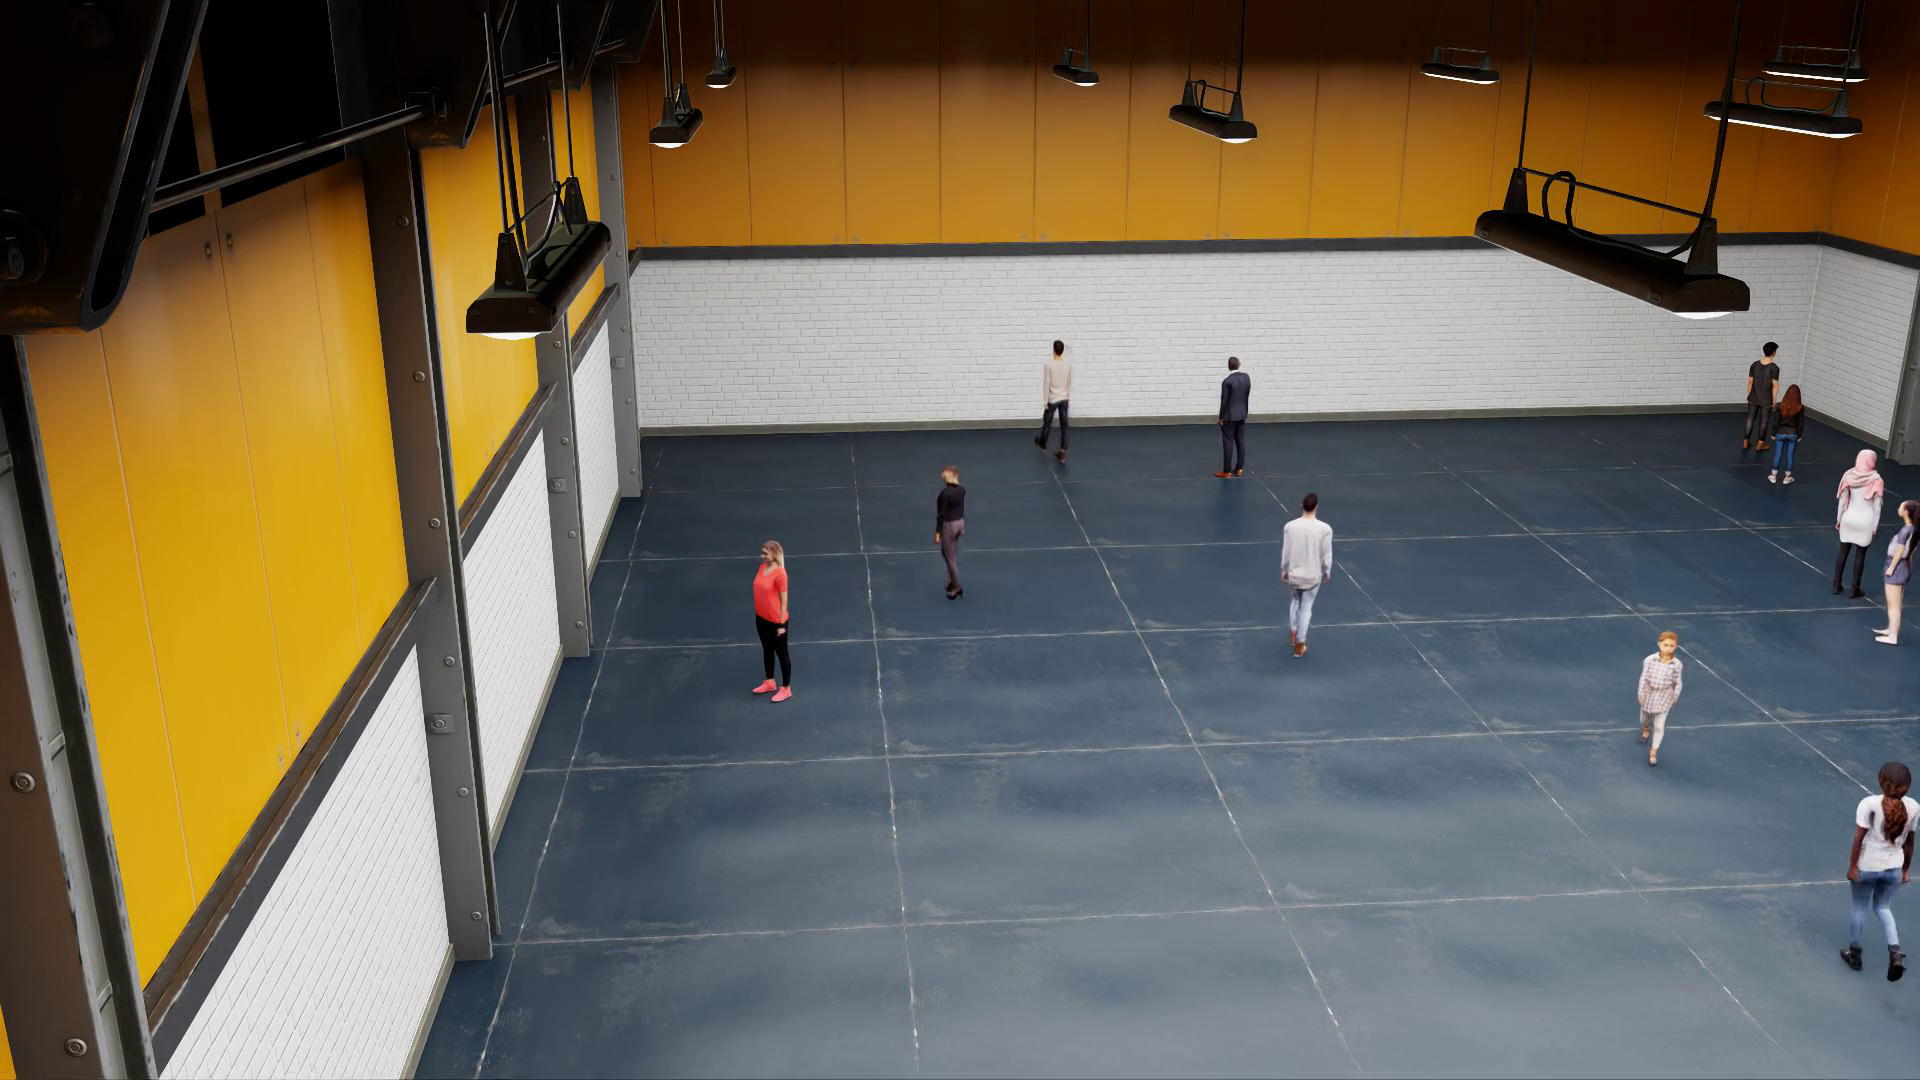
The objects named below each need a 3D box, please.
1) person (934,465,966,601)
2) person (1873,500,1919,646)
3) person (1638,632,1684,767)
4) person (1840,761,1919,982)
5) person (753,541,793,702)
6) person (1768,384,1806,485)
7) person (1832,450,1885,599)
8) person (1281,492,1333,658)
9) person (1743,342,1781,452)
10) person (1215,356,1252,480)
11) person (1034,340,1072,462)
[{"bbox_3d":[-0.025,-0.067,19.712,0.790,1.658,0.713,11,21,29],"label":"person"},{"bbox_3d":[10.471,0.352,18.479,0.692,1.650,0.733,-17,25,-40],"label":"person"},{"bbox_3d":[6.611,1.451,15.763,0.746,1.300,0.892,8,20,21],"label":"person"},{"bbox_3d":[6.756,2.448,12.161,0.646,1.711,0.883,1,19,2],"label":"person"},{"bbox_3d":[-1.912,0.808,17.054,0.735,1.695,0.656,-17,25,-41],"label":"person"},{"bbox_3d":[12.154,-1.565,24.433,0.638,1.484,0.654,8,20,22],"label":"person"},{"bbox_3d":[10.735,-0.204,19.891,0.792,1.803,0.711,-17,25,-41],"label":"person"},{"bbox_3d":[3.737,0.399,18.075,0.852,1.819,0.917,8,20,23],"label":"person"},{"bbox_3d":[12.616,-2.272,26.167,0.772,1.716,0.675,-15,24,-37],"label":"person"},{"bbox_3d":[4.063,-1.832,24.692,0.779,1.823,0.764,-11,22,-30],"label":"person"},{"bbox_3d":[1.530,-2.102,25.486,0.892,1.828,1.191,-7,20,-21],"label":"person"}]
